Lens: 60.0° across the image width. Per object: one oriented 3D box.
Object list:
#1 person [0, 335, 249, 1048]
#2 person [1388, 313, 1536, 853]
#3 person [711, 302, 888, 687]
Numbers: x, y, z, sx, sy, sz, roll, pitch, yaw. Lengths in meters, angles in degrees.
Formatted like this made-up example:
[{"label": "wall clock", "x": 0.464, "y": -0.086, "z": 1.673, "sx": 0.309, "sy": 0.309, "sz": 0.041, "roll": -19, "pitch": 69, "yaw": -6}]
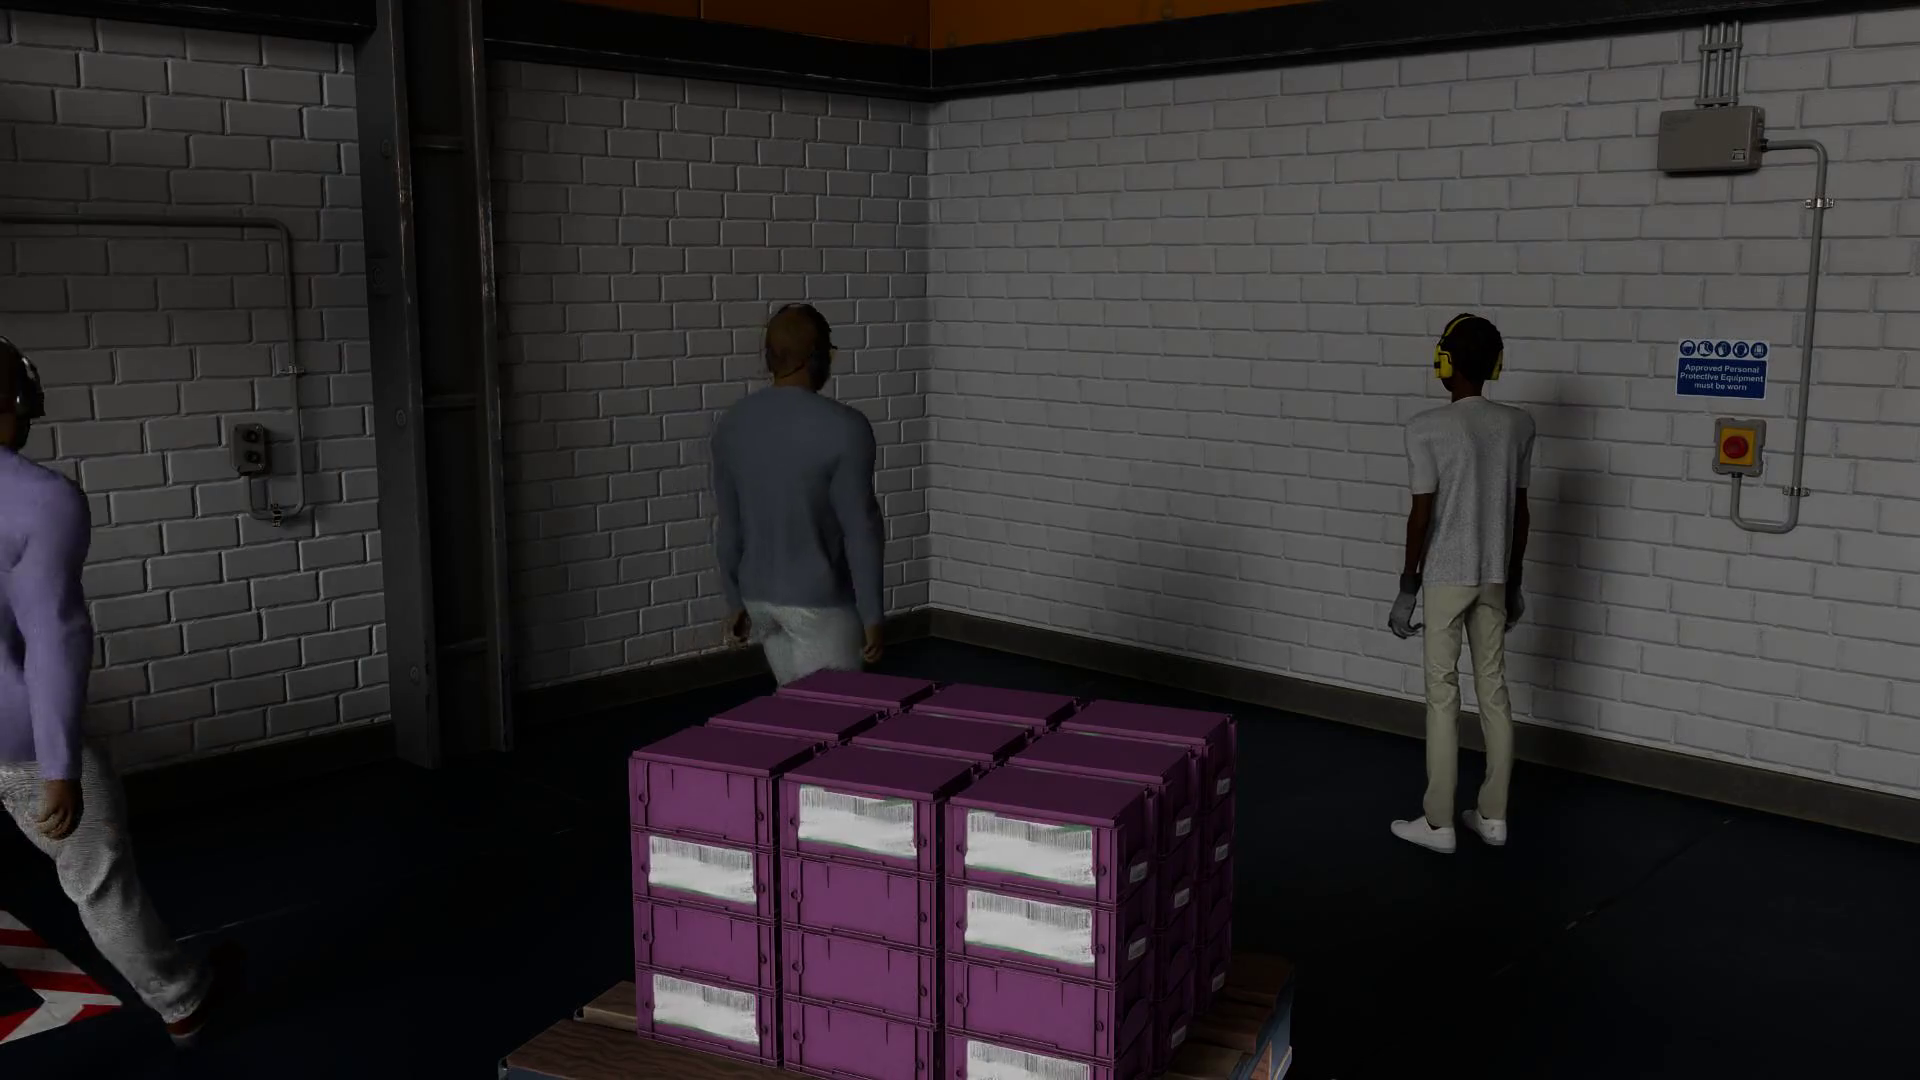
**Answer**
[{"label": "person", "x": -2.208, "y": 0.452, "z": 3.940, "sx": 0.644, "sy": 1.873, "sz": 1.035, "roll": 3, "pitch": 10, "yaw": 19}, {"label": "person", "x": 1.731, "y": 0.155, "z": 5.783, "sx": 0.520, "sy": 1.873, "sz": 0.335, "roll": -3, "pitch": 10, "yaw": -16}, {"label": "person", "x": -0.554, "y": 0.206, "z": 5.316, "sx": 0.638, "sy": 1.918, "sz": 0.821, "roll": 7, "pitch": 12, "yaw": 37}]
